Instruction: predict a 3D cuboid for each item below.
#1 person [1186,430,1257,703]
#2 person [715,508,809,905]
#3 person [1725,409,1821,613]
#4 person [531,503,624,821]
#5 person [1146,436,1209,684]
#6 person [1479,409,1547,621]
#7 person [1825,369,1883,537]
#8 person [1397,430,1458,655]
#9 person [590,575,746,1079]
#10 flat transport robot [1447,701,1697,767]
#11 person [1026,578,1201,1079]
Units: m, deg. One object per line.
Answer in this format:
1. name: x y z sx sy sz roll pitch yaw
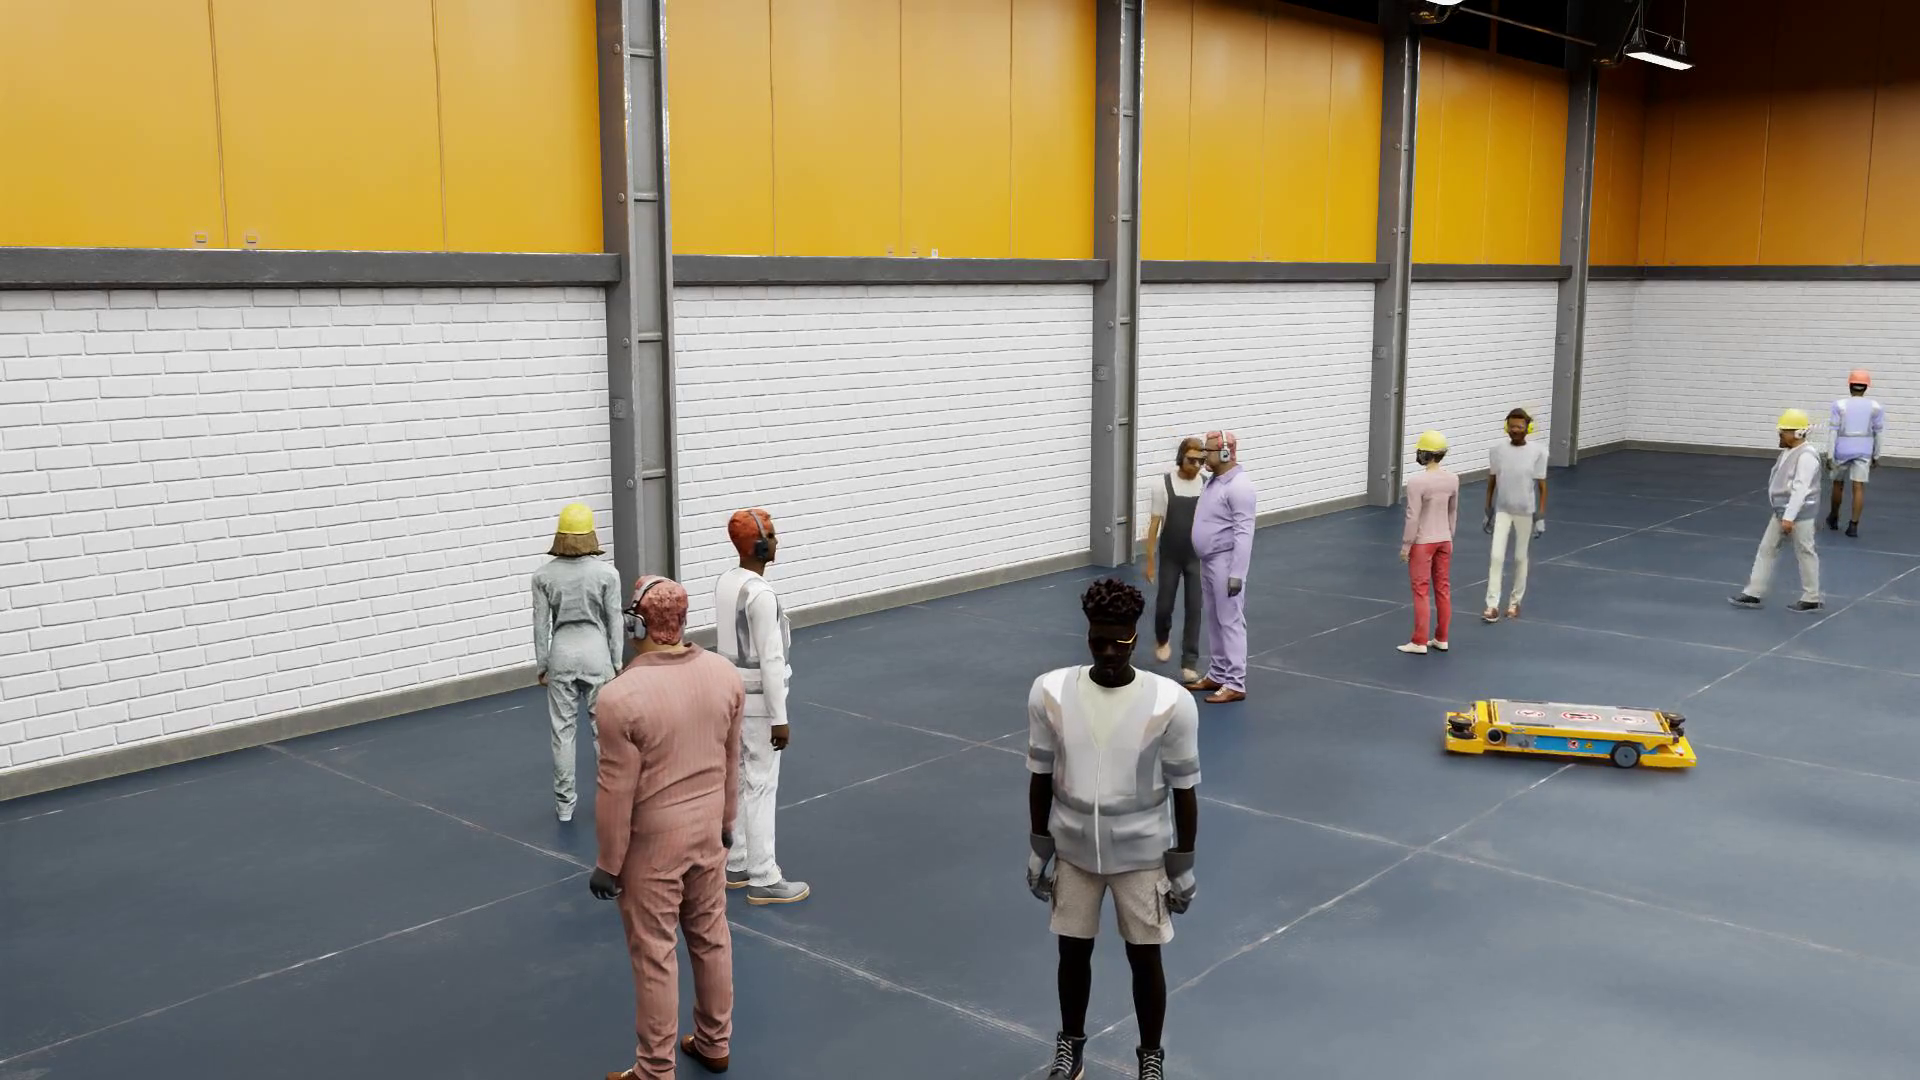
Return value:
1. person: 1.813 0.181 11.643 0.402 1.906 0.652 -2 9 -12
2. person: -0.967 0.785 7.918 0.356 1.884 0.574 -5 11 -30
3. person: 7.219 -0.246 14.636 0.838 1.793 0.604 1 9 5
4. person: -2.075 0.667 9.096 0.485 1.744 0.308 0 9 -3
5. person: 1.617 0.128 12.269 0.548 1.822 0.703 -1 9 -6
6. person: 4.707 -0.195 14.211 0.555 1.835 0.856 5 10 29
7. person: 10.280 -1.012 19.167 0.568 1.890 0.946 3 10 20
8. person: 3.673 0.021 13.093 0.539 1.766 0.329 -5 10 -29
9. person: -1.078 1.073 6.043 0.407 1.909 0.638 7 12 39
10. flat transport robot: 3.795 1.193 10.406 1.431 0.197 0.652 3 9 16
11. person: 0.530 1.090 5.847 0.619 1.944 0.397 3 10 19
